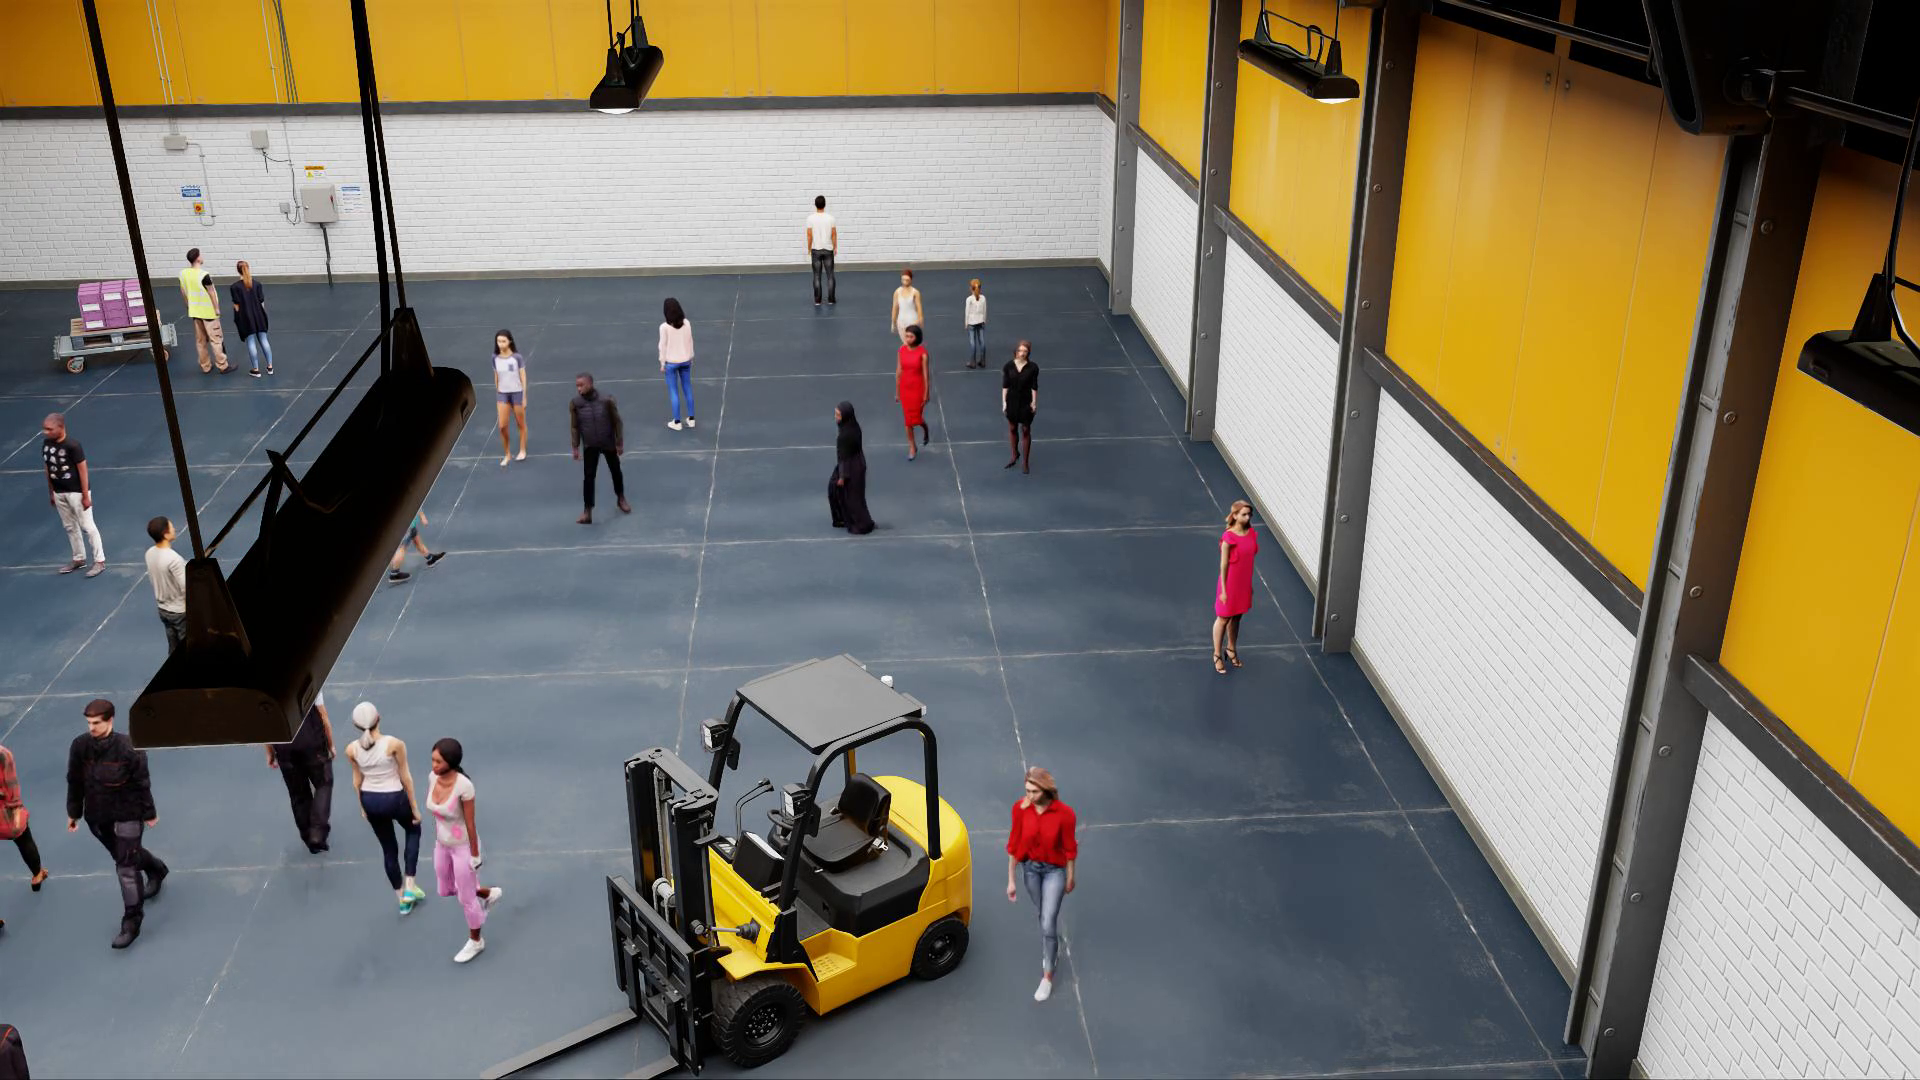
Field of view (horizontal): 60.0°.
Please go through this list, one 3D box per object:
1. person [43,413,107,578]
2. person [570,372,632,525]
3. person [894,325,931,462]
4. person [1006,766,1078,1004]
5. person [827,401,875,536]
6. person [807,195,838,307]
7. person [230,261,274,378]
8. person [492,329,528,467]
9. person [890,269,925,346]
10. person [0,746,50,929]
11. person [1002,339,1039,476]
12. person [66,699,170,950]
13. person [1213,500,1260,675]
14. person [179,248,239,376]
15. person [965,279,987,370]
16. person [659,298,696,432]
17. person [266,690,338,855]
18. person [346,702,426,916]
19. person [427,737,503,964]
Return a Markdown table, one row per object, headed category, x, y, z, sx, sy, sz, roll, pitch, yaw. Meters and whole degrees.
| category | x | y | z | sx | sy | sz | roll | pitch | yaw |
| --- | --- | --- | --- | --- | --- | --- | --- | --- | --- |
| person | -9.425 | -0.504 | 17.649 | 0.745 | 1.804 | 0.734 | 7 | 25 | 16 |
| person | -4.091 | -1.095 | 19.027 | 0.752 | 1.783 | 0.983 | -5 | 24 | -10 |
| person | -0.561 | -1.860 | 20.840 | 0.746 | 1.733 | 0.838 | 10 | 25 | 21 |
| person | 0.594 | 2.260 | 11.494 | 0.839 | 1.669 | 0.993 | 7 | 25 | 16 |
| person | -1.170 | -0.828 | 18.628 | 0.796 | 1.612 | 0.733 | 6 | 24 | 12 |
| person | -2.277 | -4.783 | 27.438 | 0.634 | 1.803 | 0.520 | -3 | 24 | -6 |
| person | -10.209 | -3.198 | 23.962 | 0.722 | 1.683 | 0.747 | -19 | 30 | -36 |
| person | -5.561 | -1.817 | 20.764 | 0.631 | 1.714 | 0.773 | 0 | 24 | 1 |
| person | -0.709 | -3.098 | 23.833 | 0.859 | 1.604 | 1.084 | 9 | 25 | 19 |
| person | -7.003 | 2.048 | 11.987 | 0.660 | 1.662 | 1.083 | -4 | 24 | -9 |
| person | 0.717 | -1.683 | 20.493 | 0.699 | 1.685 | 0.806 | 6 | 24 | 14 |
| person | -6.064 | 1.943 | 12.053 | 0.914 | 1.802 | 1.212 | 4 | 24 | 8 |
| person | 2.574 | 0.417 | 15.635 | 0.668 | 1.728 | 0.693 | -16 | 28 | -33 |
| person | -10.901 | -3.306 | 24.004 | 0.798 | 1.847 | 0.827 | 6 | 24 | 13 |
| person | 0.239 | -3.168 | 24.357 | 0.516 | 1.312 | 0.536 | -10 | 25 | -21 |
| person | -3.711 | -2.317 | 21.841 | 0.730 | 1.768 | 0.719 | -15 | 28 | -31 |
| person | -5.047 | 1.636 | 12.710 | 0.714 | 1.838 | 0.799 | -5 | 24 | -12 |
| person | -4.190 | 2.000 | 12.068 | 0.650 | 1.685 | 0.629 | 1 | 24 | 1 |
| person | -3.461 | 2.130 | 11.716 | 0.824 | 1.729 | 0.917 | 13 | 27 | 27 |
